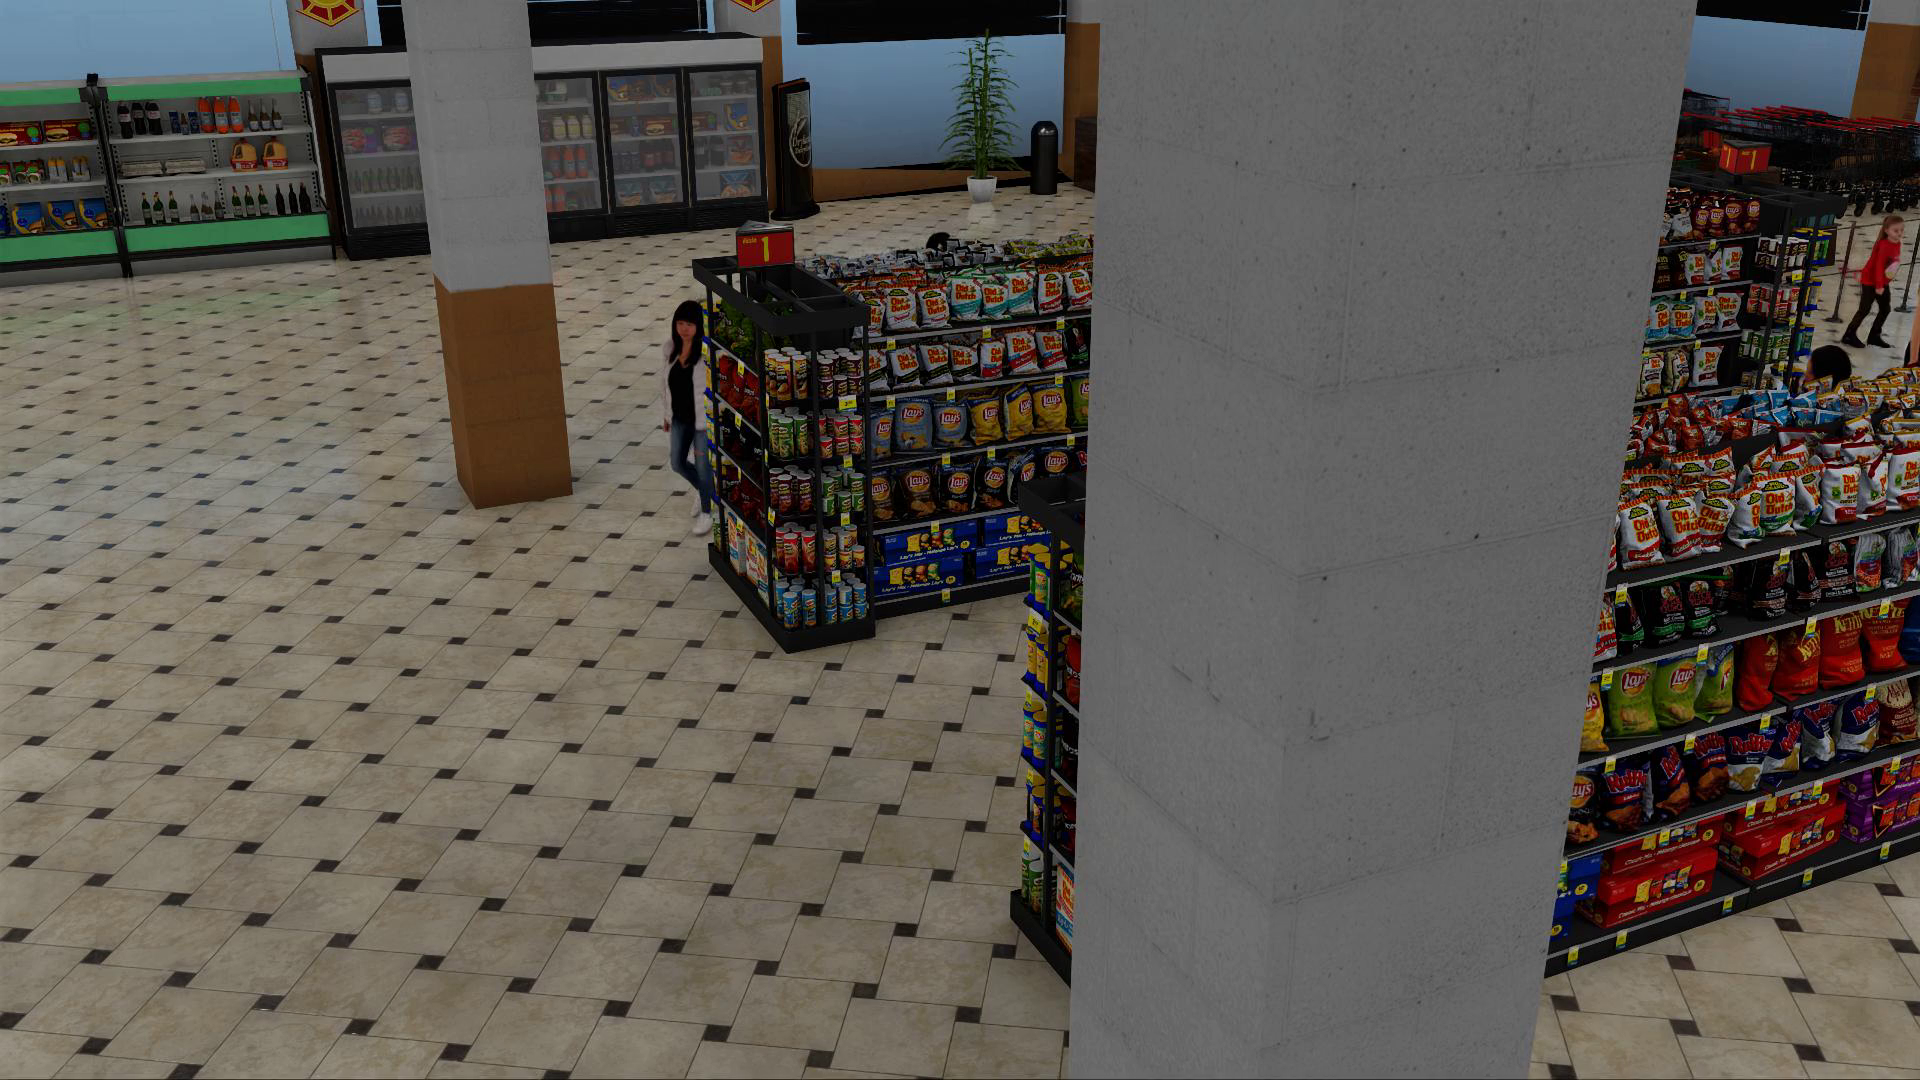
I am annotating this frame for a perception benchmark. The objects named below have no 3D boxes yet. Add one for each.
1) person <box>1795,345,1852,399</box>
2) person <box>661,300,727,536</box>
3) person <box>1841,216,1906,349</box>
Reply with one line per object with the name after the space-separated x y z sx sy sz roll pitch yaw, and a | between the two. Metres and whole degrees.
5.157 -0.406 10.072 0.717 1.611 0.719 -3 22 -8 | person
-1.752 -0.835 11.129 0.836 1.620 0.895 8 23 20 | person
8.525 -2.408 15.528 0.598 1.259 0.597 -18 28 -37 | person
